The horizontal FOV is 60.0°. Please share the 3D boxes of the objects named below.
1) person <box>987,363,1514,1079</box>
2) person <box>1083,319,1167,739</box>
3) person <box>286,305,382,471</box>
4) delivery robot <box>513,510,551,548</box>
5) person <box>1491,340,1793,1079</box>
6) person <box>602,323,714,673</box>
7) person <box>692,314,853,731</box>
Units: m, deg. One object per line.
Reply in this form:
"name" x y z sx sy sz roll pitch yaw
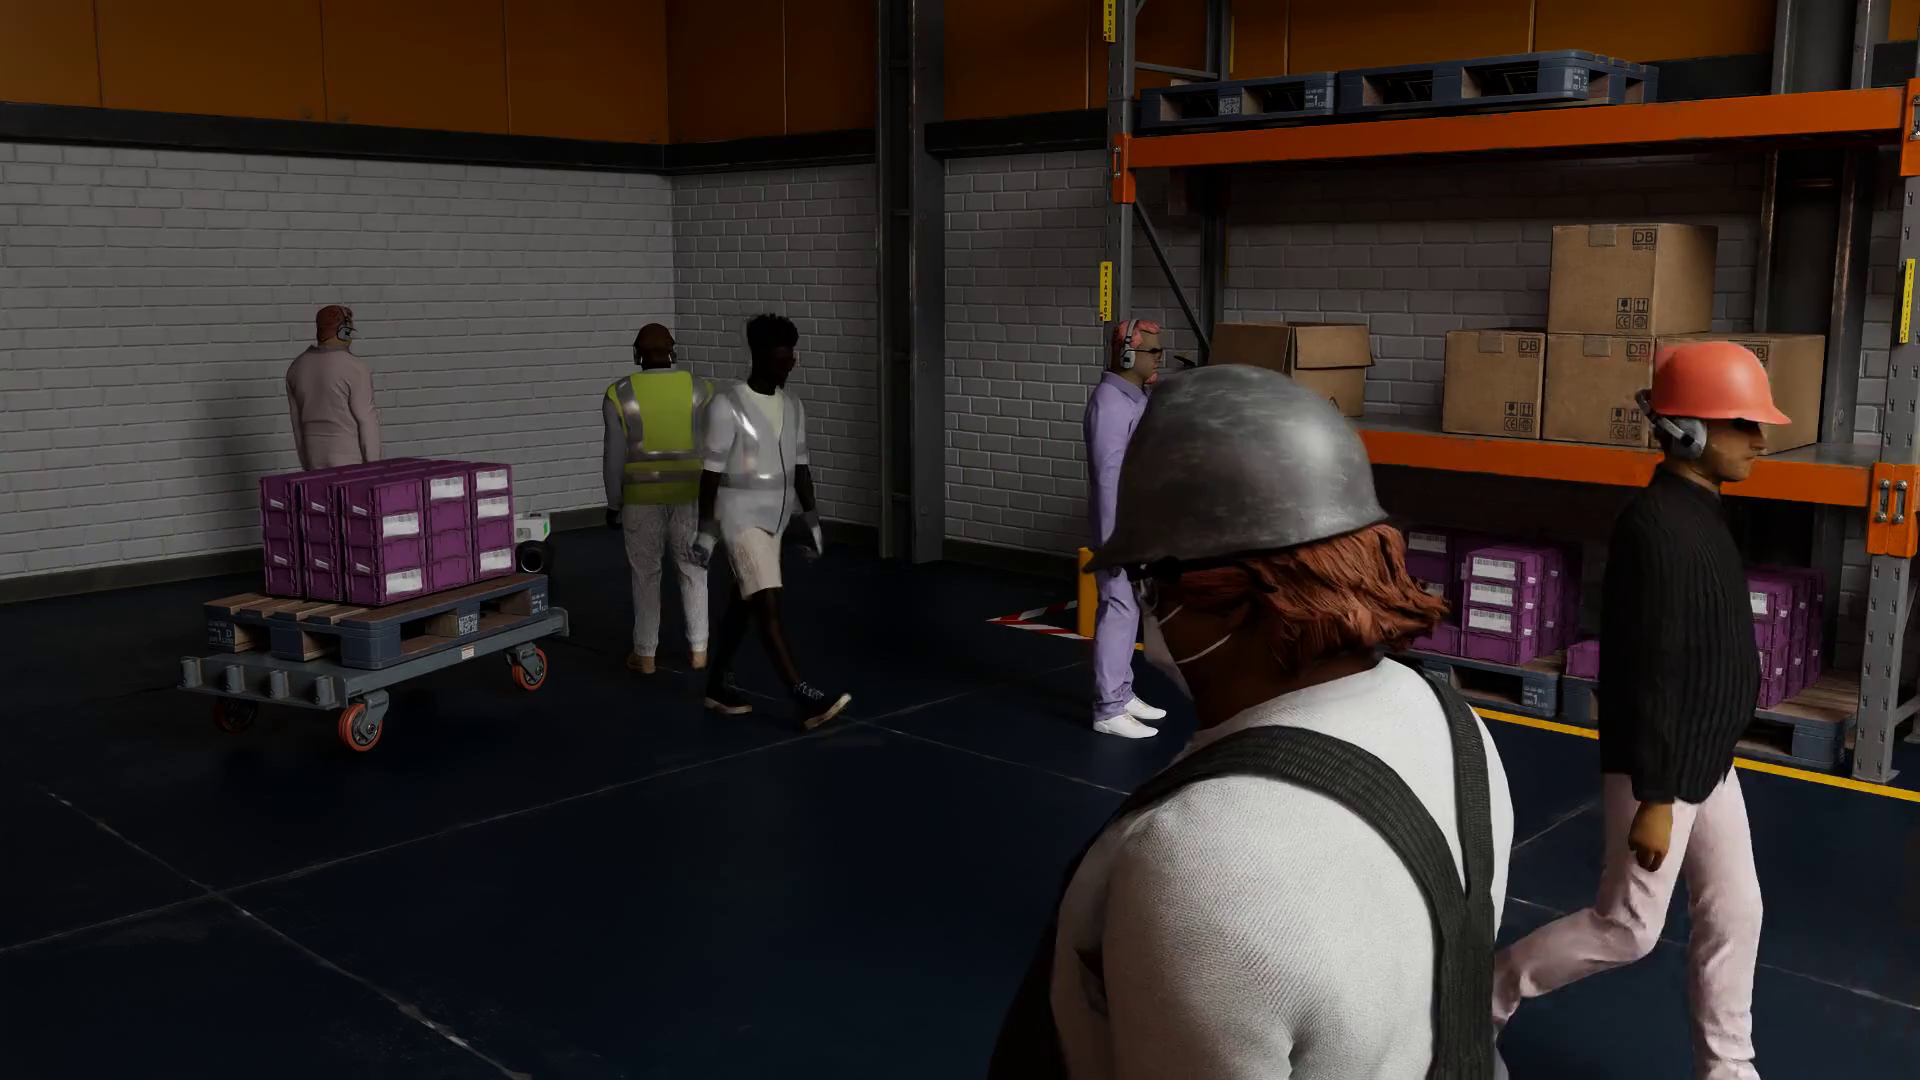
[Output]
"person" 0.278 0.813 1.826 0.537 2.000 0.679 6 11 33
"person" 0.777 -0.054 7.592 0.404 1.899 0.631 3 10 15
"person" -3.767 -0.478 10.168 0.640 1.904 0.409 4 10 24
"delivery robot" -3.177 -0.057 11.420 0.707 0.478 0.477 -2 9 -12
"person" 1.627 0.502 3.979 0.908 1.965 0.631 6 11 34
"person" -1.573 -0.215 8.764 0.621 1.837 0.429 -4 10 -23
"person" -0.853 -0.080 7.696 1.014 1.905 0.624 6 11 32
